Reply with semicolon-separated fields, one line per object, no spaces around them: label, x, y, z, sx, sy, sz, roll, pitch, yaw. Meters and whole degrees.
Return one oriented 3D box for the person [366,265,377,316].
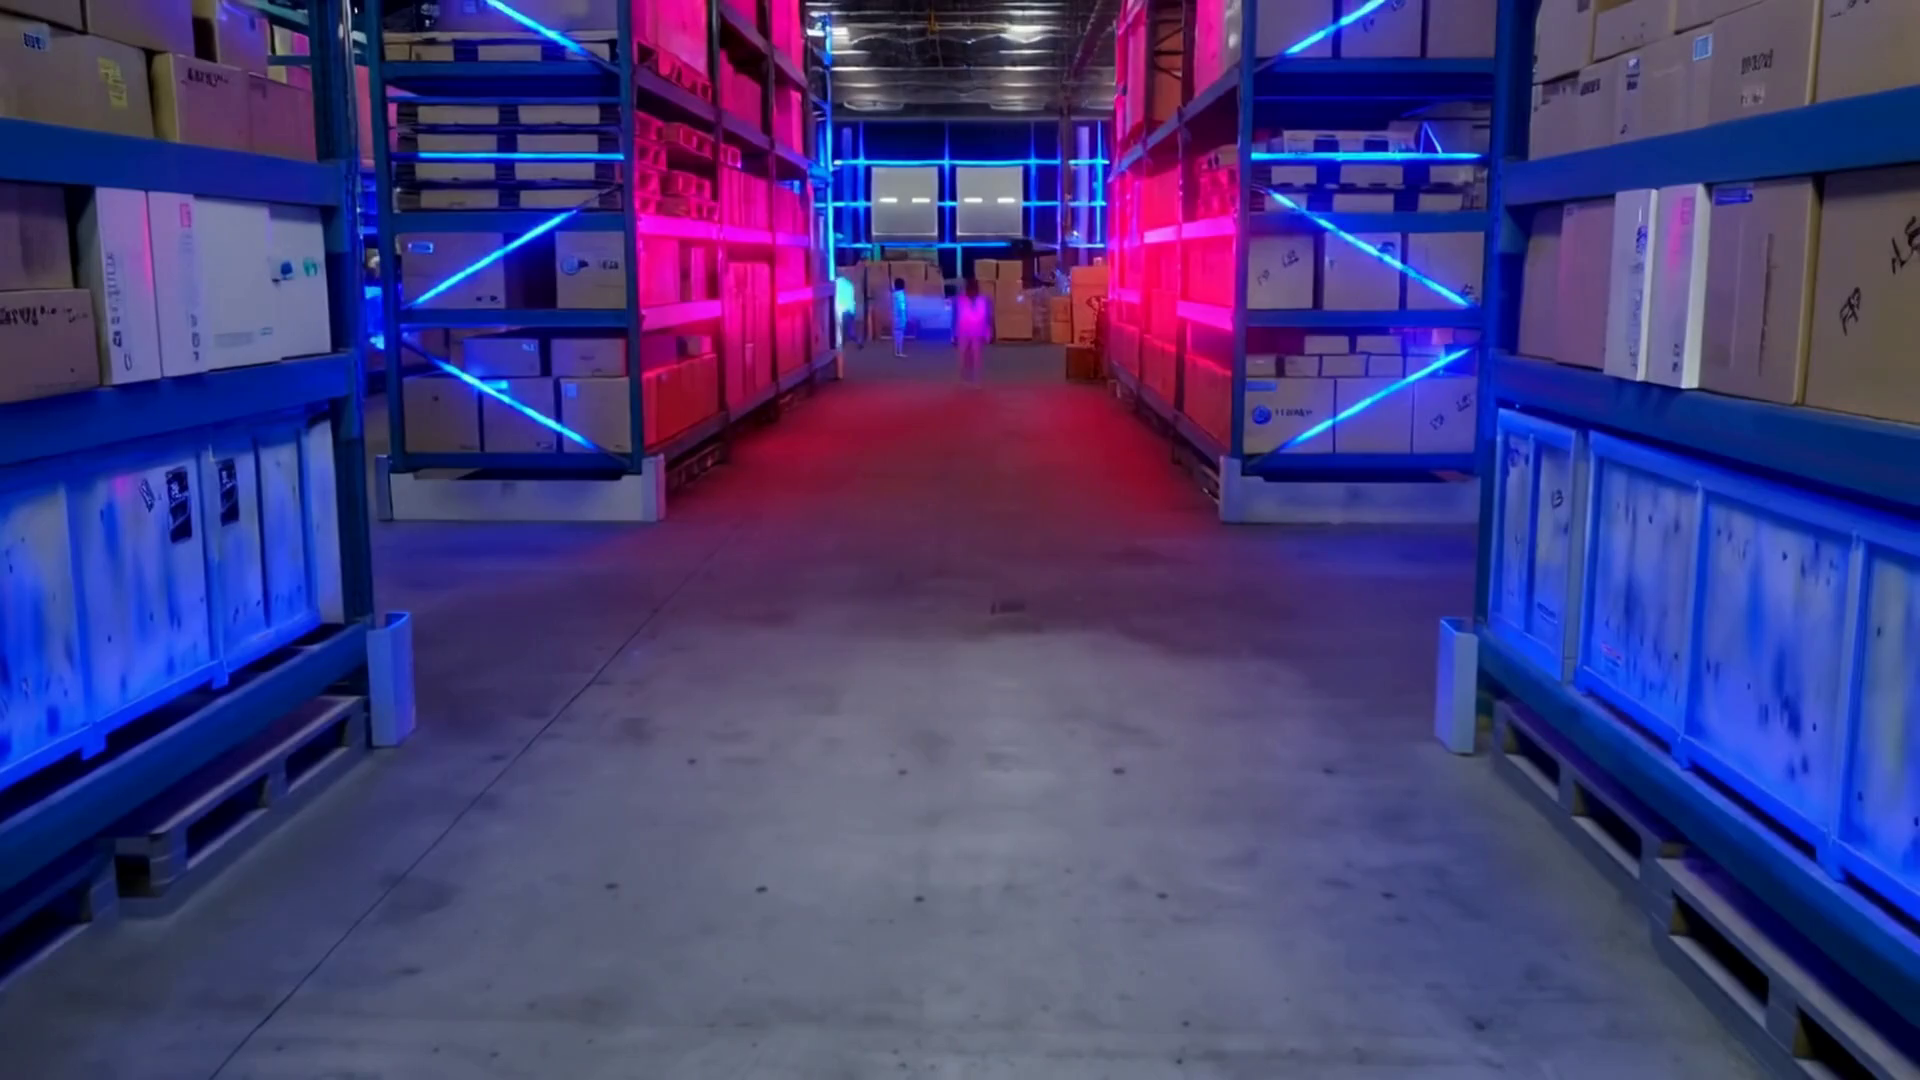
person;-22.171;-9.402;62.728;0.370;1.926;0.594;-6;11;-33

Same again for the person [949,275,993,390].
person;0.179;-3.256;26.253;0.695;1.818;0.455;-1;10;-5

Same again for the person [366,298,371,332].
person;-11.283;-4.079;30.941;0.638;1.892;0.970;8;12;40

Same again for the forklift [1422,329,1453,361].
forklift;9.304;-4.894;32.876;1.873;2.768;1.129;0;9;0

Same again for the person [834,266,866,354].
person;-2.451;-5.118;37.048;0.877;1.952;0.643;-7;12;-37

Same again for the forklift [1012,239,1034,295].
forklift;2.148;-8.962;57.243;1.873;2.768;1.129;-5;11;-27

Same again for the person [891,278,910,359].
person;-1.265;-4.667;35.051;0.321;1.697;0.530;-5;11;-28

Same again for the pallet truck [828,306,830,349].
pallet truck;-3.100;-3.940;29.800;1.885;1.965;0.823;3;10;19

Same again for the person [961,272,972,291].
person;0.314;-8.854;60.134;0.531;1.698;0.320;-1;10;-4

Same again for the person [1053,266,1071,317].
person;3.745;-8.928;60.042;0.768;1.888;0.641;0;9;3
